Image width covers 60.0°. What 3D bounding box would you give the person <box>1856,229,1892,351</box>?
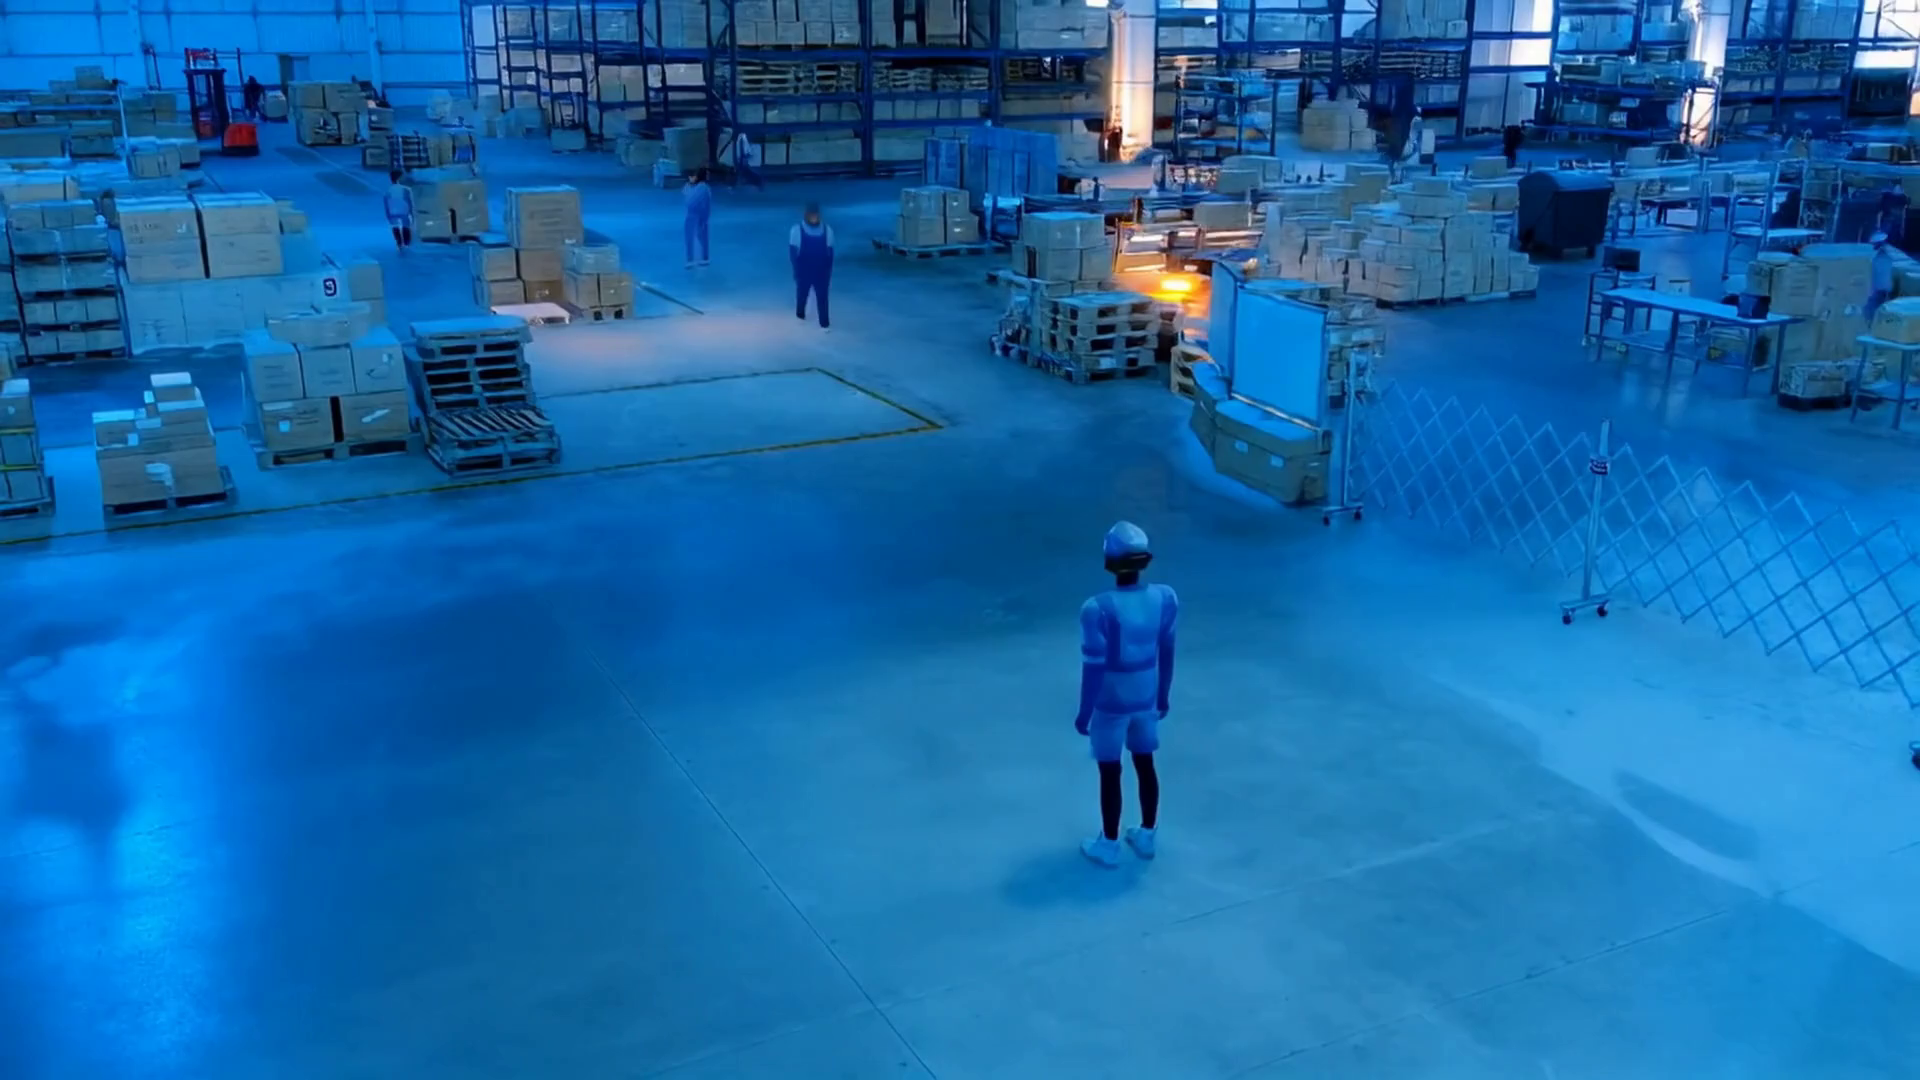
[{"bbox_3d":[13.106,-3.566,23.775,0.484,1.740,0.535,5,18,14],"label":"person"}]

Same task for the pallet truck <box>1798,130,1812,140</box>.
[{"bbox_3d":[25.526,-11.556,49.408,1.630,1.274,0.653,-9,20,-26],"label":"pallet truck"}]

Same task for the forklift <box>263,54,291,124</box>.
[{"bbox_3d":[-28.533,-19.116,70.431,1.873,2.768,1.129,-9,20,-26],"label":"forklift"}]

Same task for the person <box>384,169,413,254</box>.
[{"bbox_3d":[-11.135,-6.514,33.068,0.538,1.687,0.471,-8,19,-22],"label":"person"}]

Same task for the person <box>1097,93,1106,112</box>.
[{"bbox_3d":[5.951,-17.729,67.738,0.645,1.877,0.782,-9,20,-26],"label":"person"}]

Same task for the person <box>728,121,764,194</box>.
[{"bbox_3d":[-5.689,-10.105,43.929,0.866,1.893,0.591,-5,19,-16],"label":"person"}]

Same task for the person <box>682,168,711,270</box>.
[{"bbox_3d":[-4.958,-6.026,31.223,0.655,1.883,0.944,6,19,17],"label":"person"}]

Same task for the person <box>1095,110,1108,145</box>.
[{"bbox_3d":[4.751,-13.673,55.435,0.633,1.664,0.539,1,18,4],"label":"person"}]

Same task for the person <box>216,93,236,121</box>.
[{"bbox_3d":[-25.072,-14.298,56.839,0.625,1.990,0.395,-9,20,-26],"label":"person"}]

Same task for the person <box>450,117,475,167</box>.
[{"bbox_3d":[-13.375,-10.358,44.663,0.610,1.938,0.805,-1,18,-2],"label":"person"}]

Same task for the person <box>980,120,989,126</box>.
[{"bbox_3d":[0.742,-10.074,43.814,0.606,1.897,0.633,16,24,41],"label":"person"}]

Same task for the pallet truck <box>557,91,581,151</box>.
[{"bbox_3d":[-13.495,-14.412,57.188,0.823,1.965,1.885,-3,18,-9],"label":"pallet truck"}]

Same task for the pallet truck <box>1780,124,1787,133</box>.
[{"bbox_3d":[25.206,-12.542,52.601,1.601,1.201,0.680,0,18,-2],"label":"pallet truck"}]

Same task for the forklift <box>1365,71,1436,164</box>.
[{"bbox_3d":[13.921,-13.275,52.220,1.873,2.768,1.129,-2,18,-5],"label":"forklift"}]

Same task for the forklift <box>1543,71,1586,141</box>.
[{"bbox_3d":[18.685,-13.231,52.085,1.873,2.768,1.129,-9,20,-26],"label":"forklift"}]

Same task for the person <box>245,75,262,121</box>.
[{"bbox_3d":[-30.634,-19.178,72.143,0.637,1.936,0.355,-9,20,-26],"label":"person"}]

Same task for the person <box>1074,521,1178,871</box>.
[{"bbox_3d":[0.919,0.879,9.445,0.616,2.039,0.387,-9,20,-26],"label":"person"}]

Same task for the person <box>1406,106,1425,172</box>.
[{"bbox_3d":[13.612,-11.928,49.537,0.439,1.936,0.640,1,18,5],"label":"person"}]

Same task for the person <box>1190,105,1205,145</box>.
[{"bbox_3d":[7.924,-13.515,54.946,0.915,1.639,0.538,13,22,35],"label":"person"}]

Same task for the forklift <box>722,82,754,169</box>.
[{"bbox_3d":[-6.131,-12.484,49.755,1.873,2.768,1.129,-9,20,-26],"label":"forklift"}]

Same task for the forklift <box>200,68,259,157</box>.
[{"bbox_3d":[-24.369,-14.147,54.940,1.873,2.768,1.129,-9,20,-26],"label":"forklift"}]

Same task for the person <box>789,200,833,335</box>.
[{"bbox_3d":[-2.253,-4.177,25.209,0.676,2.000,0.876,-5,18,-14],"label":"person"}]

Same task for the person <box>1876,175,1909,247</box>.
[{"bbox_3d":[16.946,-5.683,30.211,0.517,1.858,0.402,-3,18,-10],"label":"person"}]
